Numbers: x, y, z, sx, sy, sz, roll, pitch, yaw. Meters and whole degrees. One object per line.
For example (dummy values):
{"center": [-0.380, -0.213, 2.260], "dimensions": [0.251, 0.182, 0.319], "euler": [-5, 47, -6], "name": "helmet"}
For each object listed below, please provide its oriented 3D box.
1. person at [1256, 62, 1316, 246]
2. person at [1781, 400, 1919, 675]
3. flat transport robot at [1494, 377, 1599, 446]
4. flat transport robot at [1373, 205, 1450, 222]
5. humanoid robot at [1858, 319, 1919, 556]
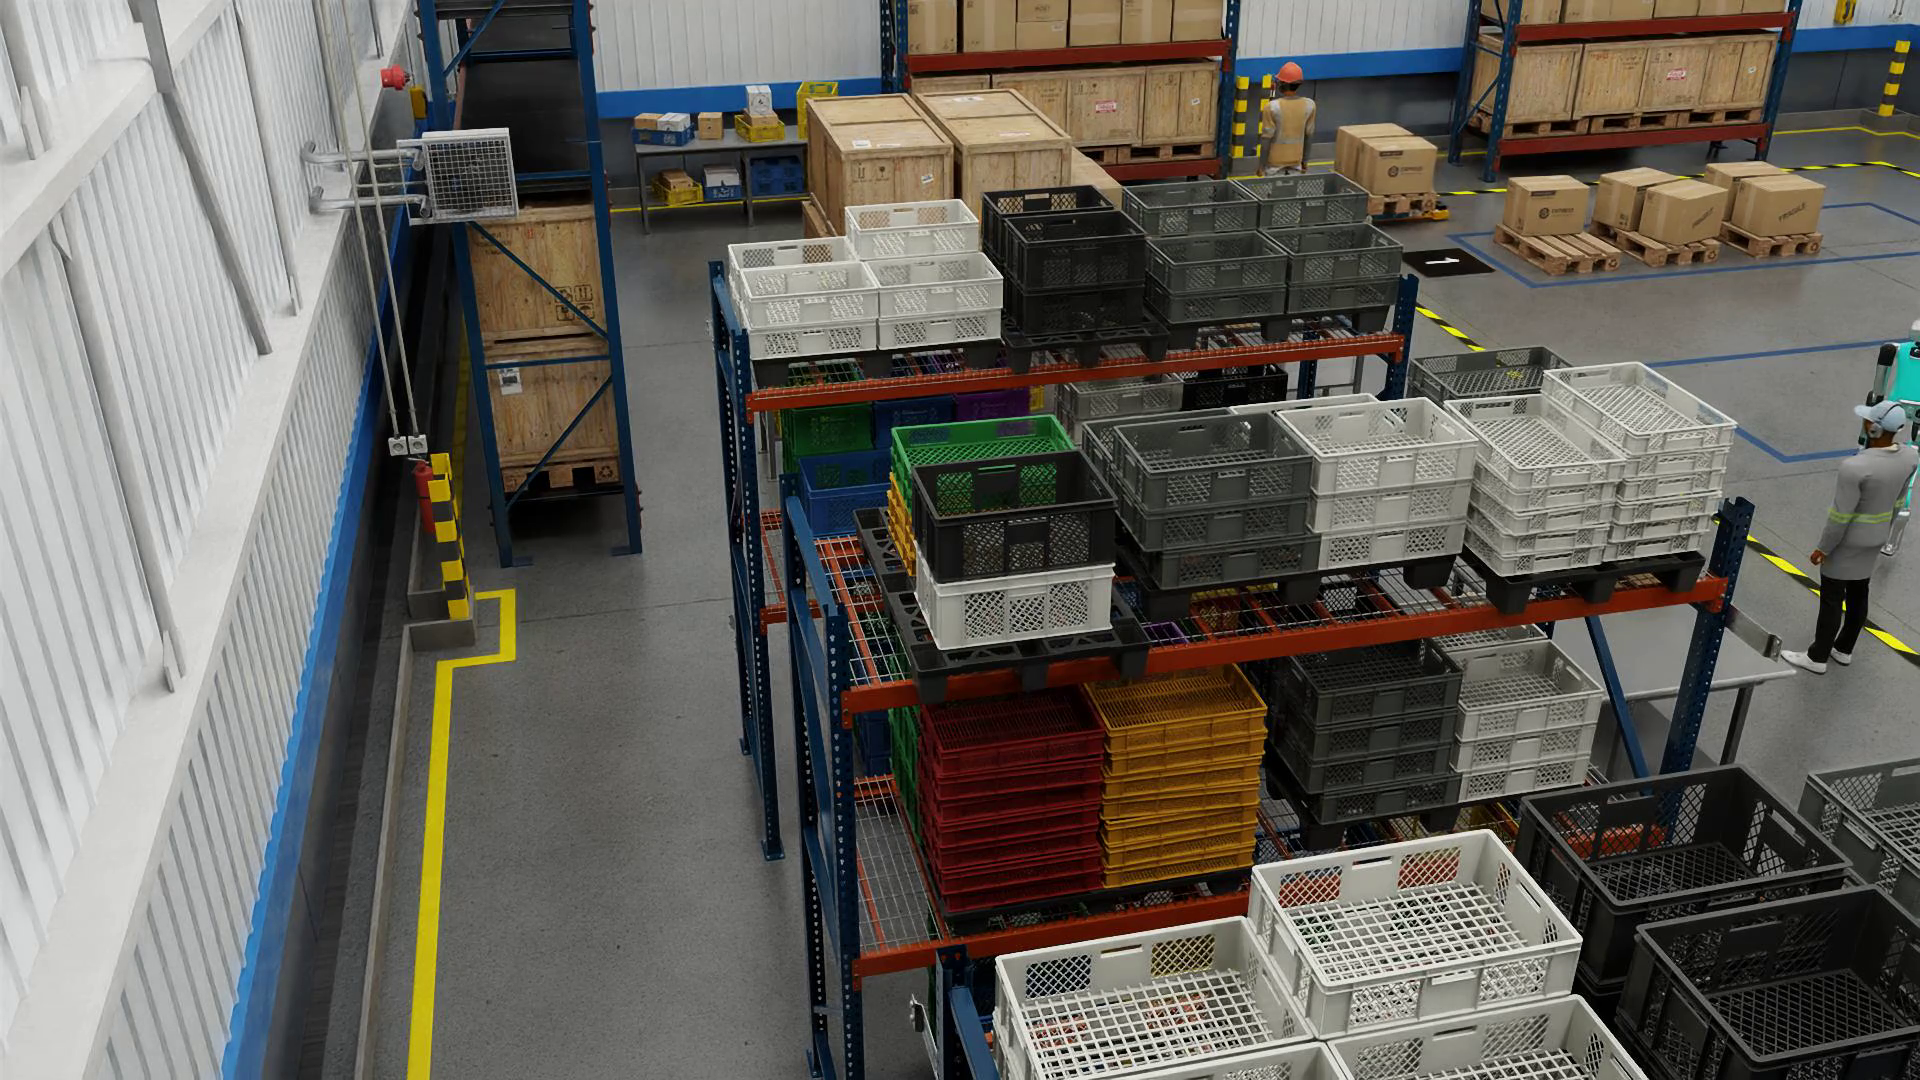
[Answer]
{"center": [3.489, -4.110, 17.939], "dimensions": [0.611, 2.047, 0.361], "euler": [-8, 29, -15], "name": "person"}
{"center": [5.575, -0.020, 10.386], "dimensions": [0.588, 1.852, 0.371], "euler": [-12, 30, -21], "name": "person"}
{"center": [4.780, -1.036, 14.013], "dimensions": [0.659, 0.231, 1.431], "euler": [-6, 28, -12], "name": "flat transport robot"}
{"center": [4.914, -3.889, 19.396], "dimensions": [1.431, 0.197, 0.652], "euler": [-6, 28, -12], "name": "flat transport robot"}
{"center": [6.532, -0.648, 11.556], "dimensions": [0.533, 1.677, 0.735], "euler": [14, 31, 24], "name": "humanoid robot"}
